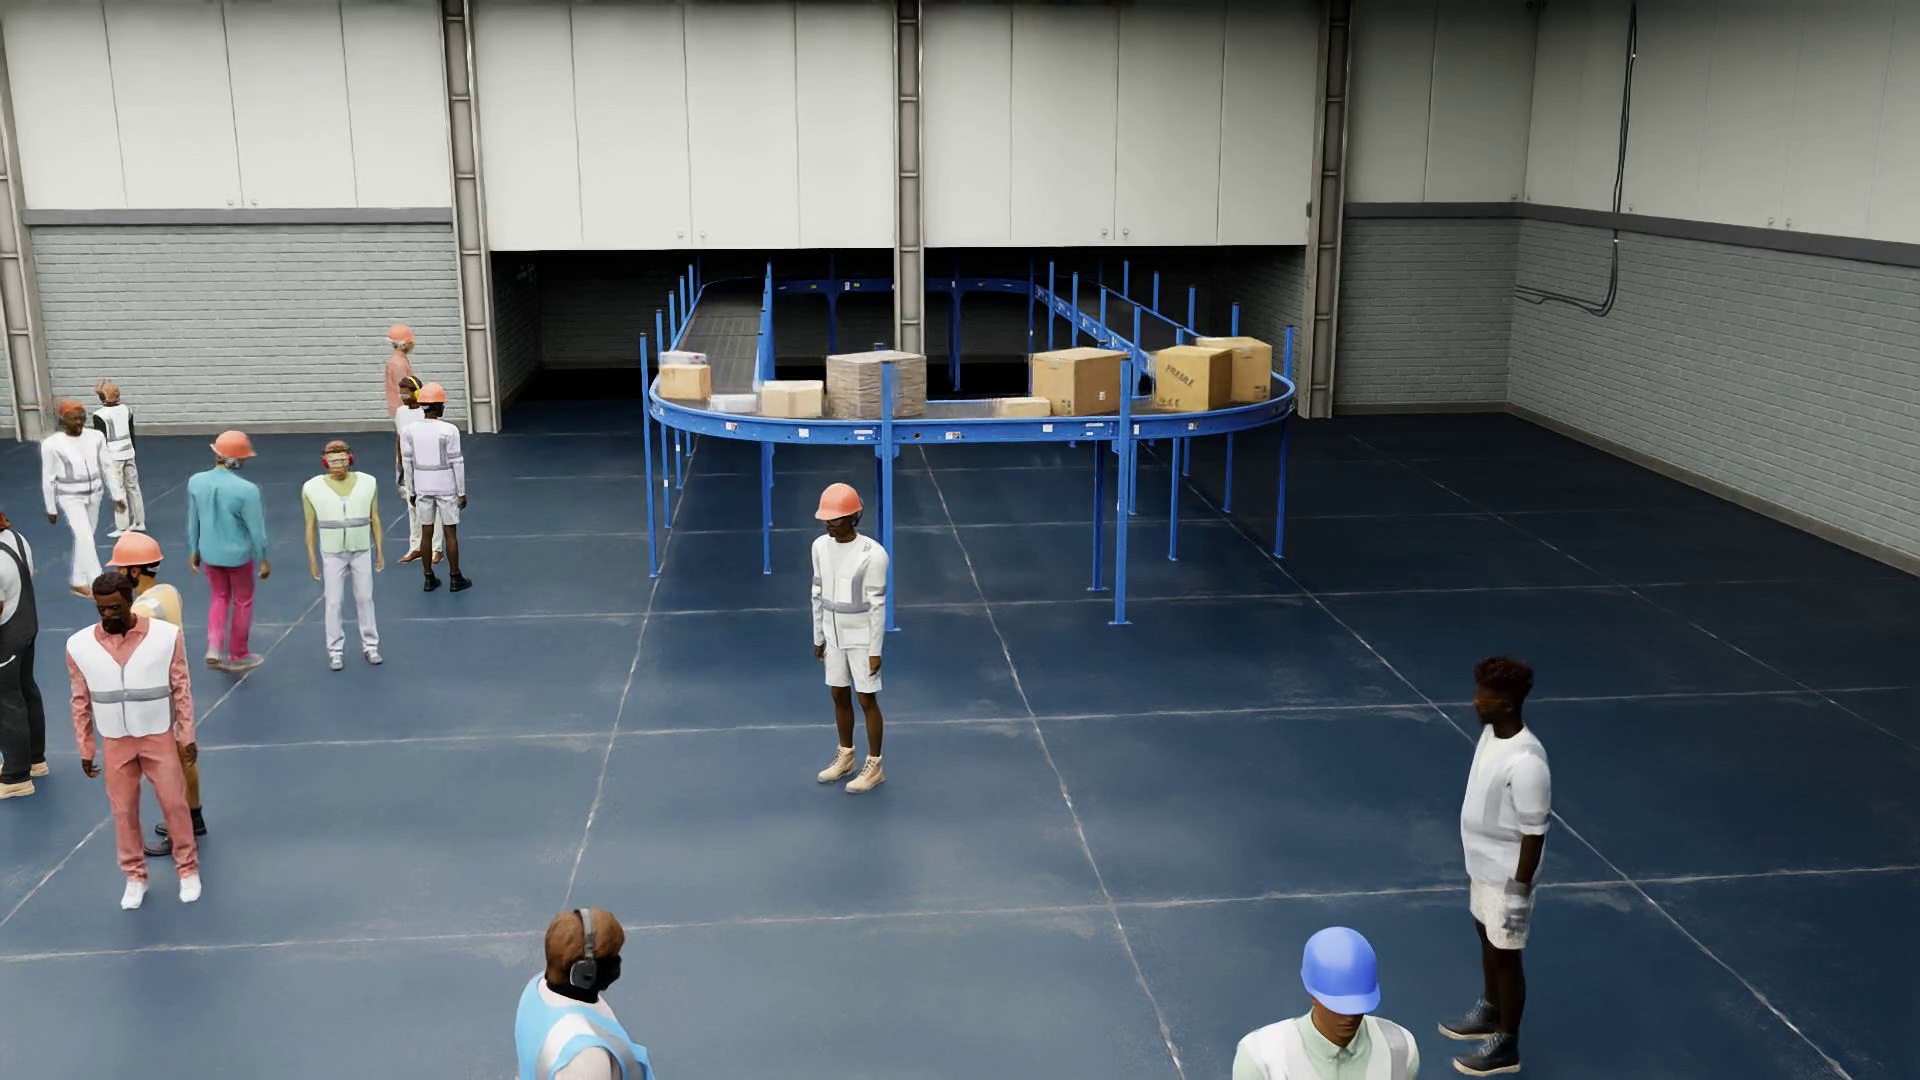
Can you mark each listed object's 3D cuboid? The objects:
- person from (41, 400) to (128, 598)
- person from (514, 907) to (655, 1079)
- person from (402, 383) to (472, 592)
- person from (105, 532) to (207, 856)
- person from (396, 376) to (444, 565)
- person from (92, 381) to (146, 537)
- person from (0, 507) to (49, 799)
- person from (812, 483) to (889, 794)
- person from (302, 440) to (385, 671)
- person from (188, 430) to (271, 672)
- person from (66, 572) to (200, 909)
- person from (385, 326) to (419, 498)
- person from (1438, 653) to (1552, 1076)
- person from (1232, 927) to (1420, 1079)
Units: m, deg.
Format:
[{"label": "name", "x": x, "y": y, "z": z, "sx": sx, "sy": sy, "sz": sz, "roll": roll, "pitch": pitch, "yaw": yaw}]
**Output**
[{"label": "person", "x": -7.791, "y": -0.332, "z": 14.890, "sx": 0.925, "sy": 1.840, "sz": 0.575, "roll": 7, "pitch": 16, "yaw": 27}, {"label": "person", "x": -1.181, "y": 2.047, "z": 5.377, "sx": 0.429, "sy": 1.841, "sz": 0.625, "roll": -7, "pitch": 16, "yaw": -27}, {"label": "person", "x": -4.801, "y": -0.478, "z": 15.281, "sx": 0.552, "sy": 1.932, "sz": 0.363, "roll": 1, "pitch": 14, "yaw": 5}, {"label": "person", "x": -4.719, "y": 0.903, "z": 9.766, "sx": 0.395, "sy": 1.934, "sz": 0.555, "roll": -2, "pitch": 14, "yaw": -10}, {"label": "person", "x": -5.288, "y": -0.679, "z": 16.231, "sx": 0.519, "sy": 1.865, "sz": 0.326, "roll": 5, "pitch": 15, "yaw": 18}, {"label": "person", "x": -8.786, "y": -0.842, "z": 17.340, "sx": 0.311, "sy": 1.638, "sz": 0.523, "roll": 4, "pitch": 14, "yaw": 14}, {"label": "person", "x": -6.195, "y": 0.634, "z": 10.619, "sx": 0.536, "sy": 2.000, "sz": 0.676, "roll": -3, "pitch": 14, "yaw": -11}, {"label": "person", "x": -0.729, "y": 0.628, "z": 10.671, "sx": 0.601, "sy": 2.036, "sz": 0.411, "roll": 10, "pitch": 17, "yaw": 36}, {"label": "person", "x": -4.866, "y": 0.104, "z": 13.156, "sx": 0.575, "sy": 1.836, "sz": 0.384, "roll": -8, "pitch": 16, "yaw": -30}, {"label": "person", "x": -5.675, "y": 0.116, "z": 12.884, "sx": 0.661, "sy": 1.952, "sz": 0.581, "roll": 3, "pitch": 14, "yaw": 11}, {"label": "person", "x": -4.513, "y": 1.081, "z": 9.114, "sx": 0.598, "sy": 1.906, "sz": 0.401, "roll": -4, "pitch": 15, "yaw": -17}, {"label": "person", "x": -6.409, "y": -1.479, "z": 19.238, "sx": 0.404, "sy": 1.984, "sz": 0.647, "roll": -7, "pitch": 15, "yaw": -25}, {"label": "person", "x": 2.429, "y": 1.451, "z": 7.501, "sx": 0.361, "sy": 1.963, "sz": 0.613, "roll": 0, "pitch": 14, "yaw": 1}, {"label": "person", "x": 1.096, "y": 2.068, "z": 5.067, "sx": 0.601, "sy": 1.948, "sz": 0.386, "roll": -3, "pitch": 14, "yaw": -12}]
